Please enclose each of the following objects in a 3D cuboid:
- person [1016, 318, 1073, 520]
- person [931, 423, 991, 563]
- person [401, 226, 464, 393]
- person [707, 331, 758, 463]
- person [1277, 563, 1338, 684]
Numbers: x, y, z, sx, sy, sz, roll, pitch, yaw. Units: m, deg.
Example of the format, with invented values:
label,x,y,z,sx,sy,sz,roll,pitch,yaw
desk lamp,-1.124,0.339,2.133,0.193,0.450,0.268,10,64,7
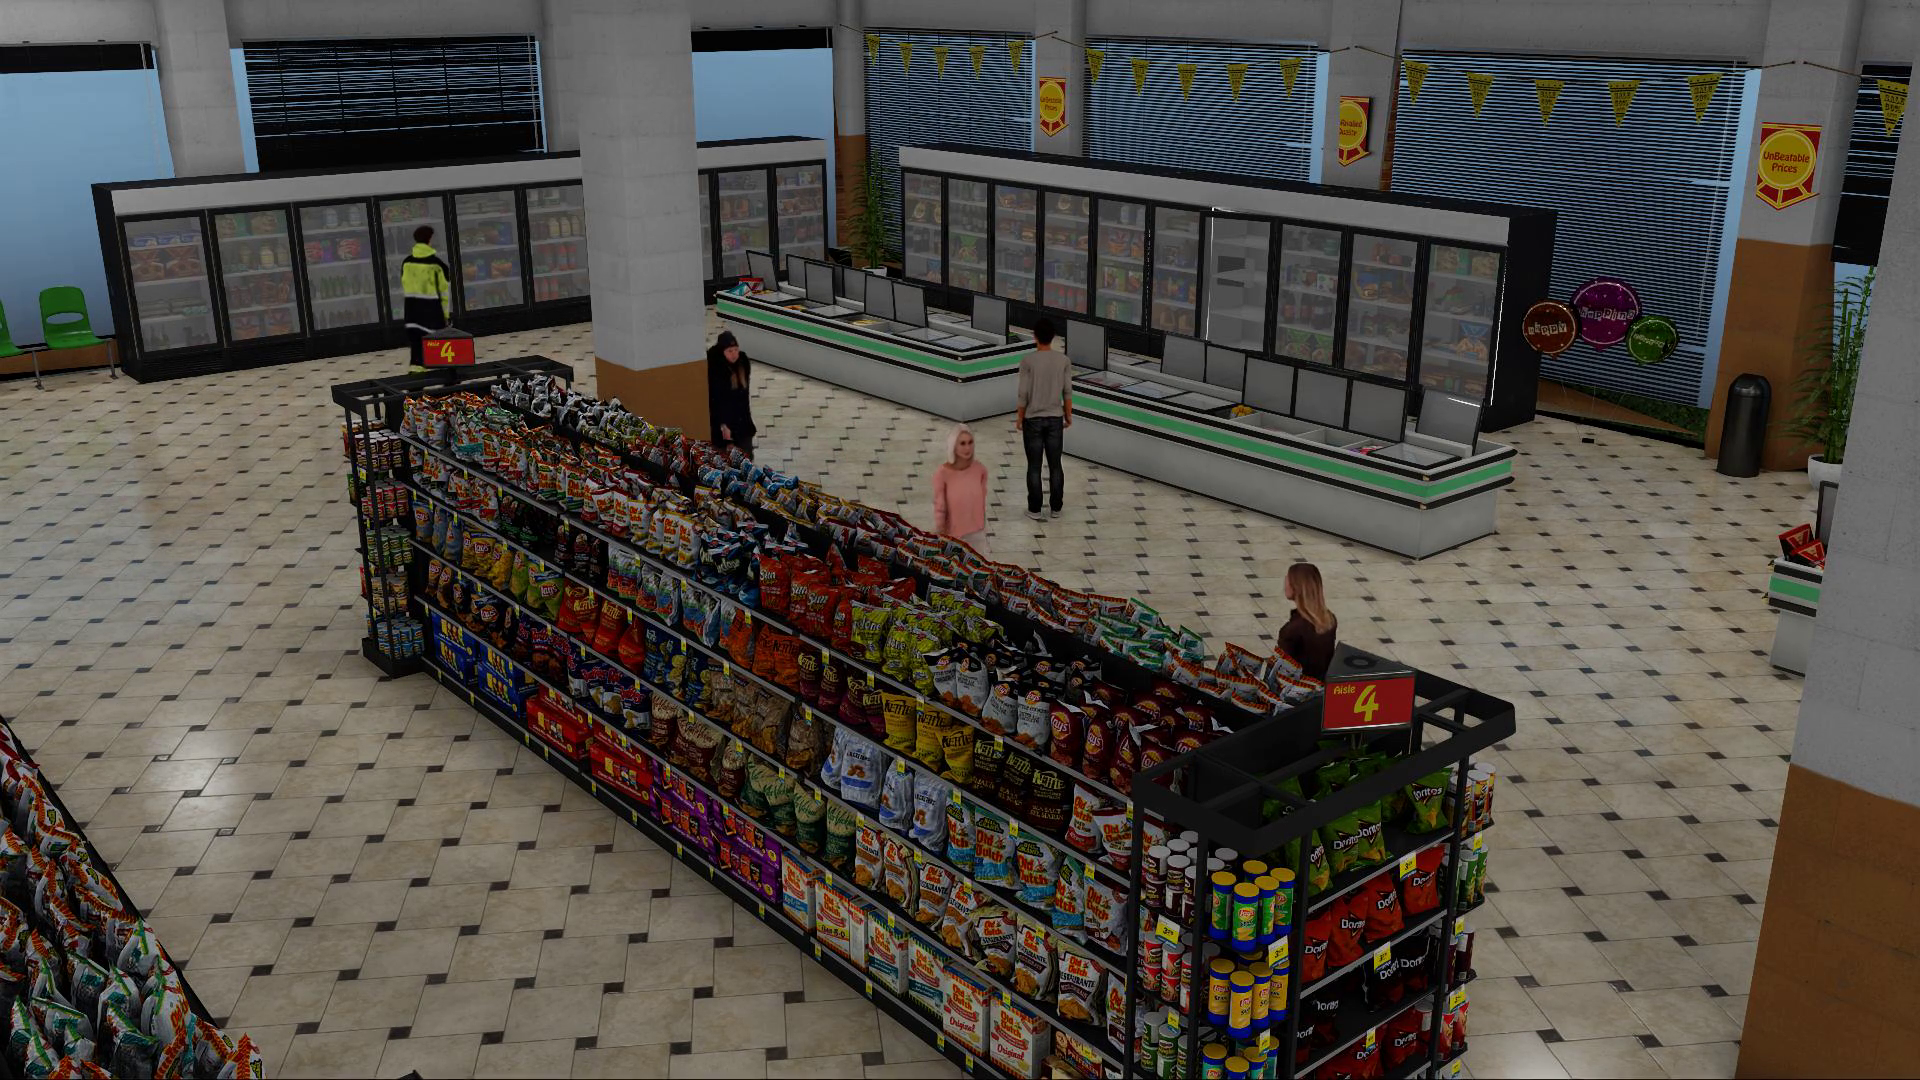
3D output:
label,x,y,z,sx,sy,sz,roll,pitch,yaw
person,0.751,-1.082,14.855,0.741,1.811,0.725,-3,19,-10
person,-0.032,-0.022,11.867,0.675,1.711,0.745,-10,21,-27
person,-6.165,-2.579,19.092,1.305,1.941,1.321,3,19,9
person,-2.151,-1.083,15.093,0.656,1.660,0.733,-17,25,-41
person,1.928,0.977,8.964,0.980,1.672,0.712,15,24,37
